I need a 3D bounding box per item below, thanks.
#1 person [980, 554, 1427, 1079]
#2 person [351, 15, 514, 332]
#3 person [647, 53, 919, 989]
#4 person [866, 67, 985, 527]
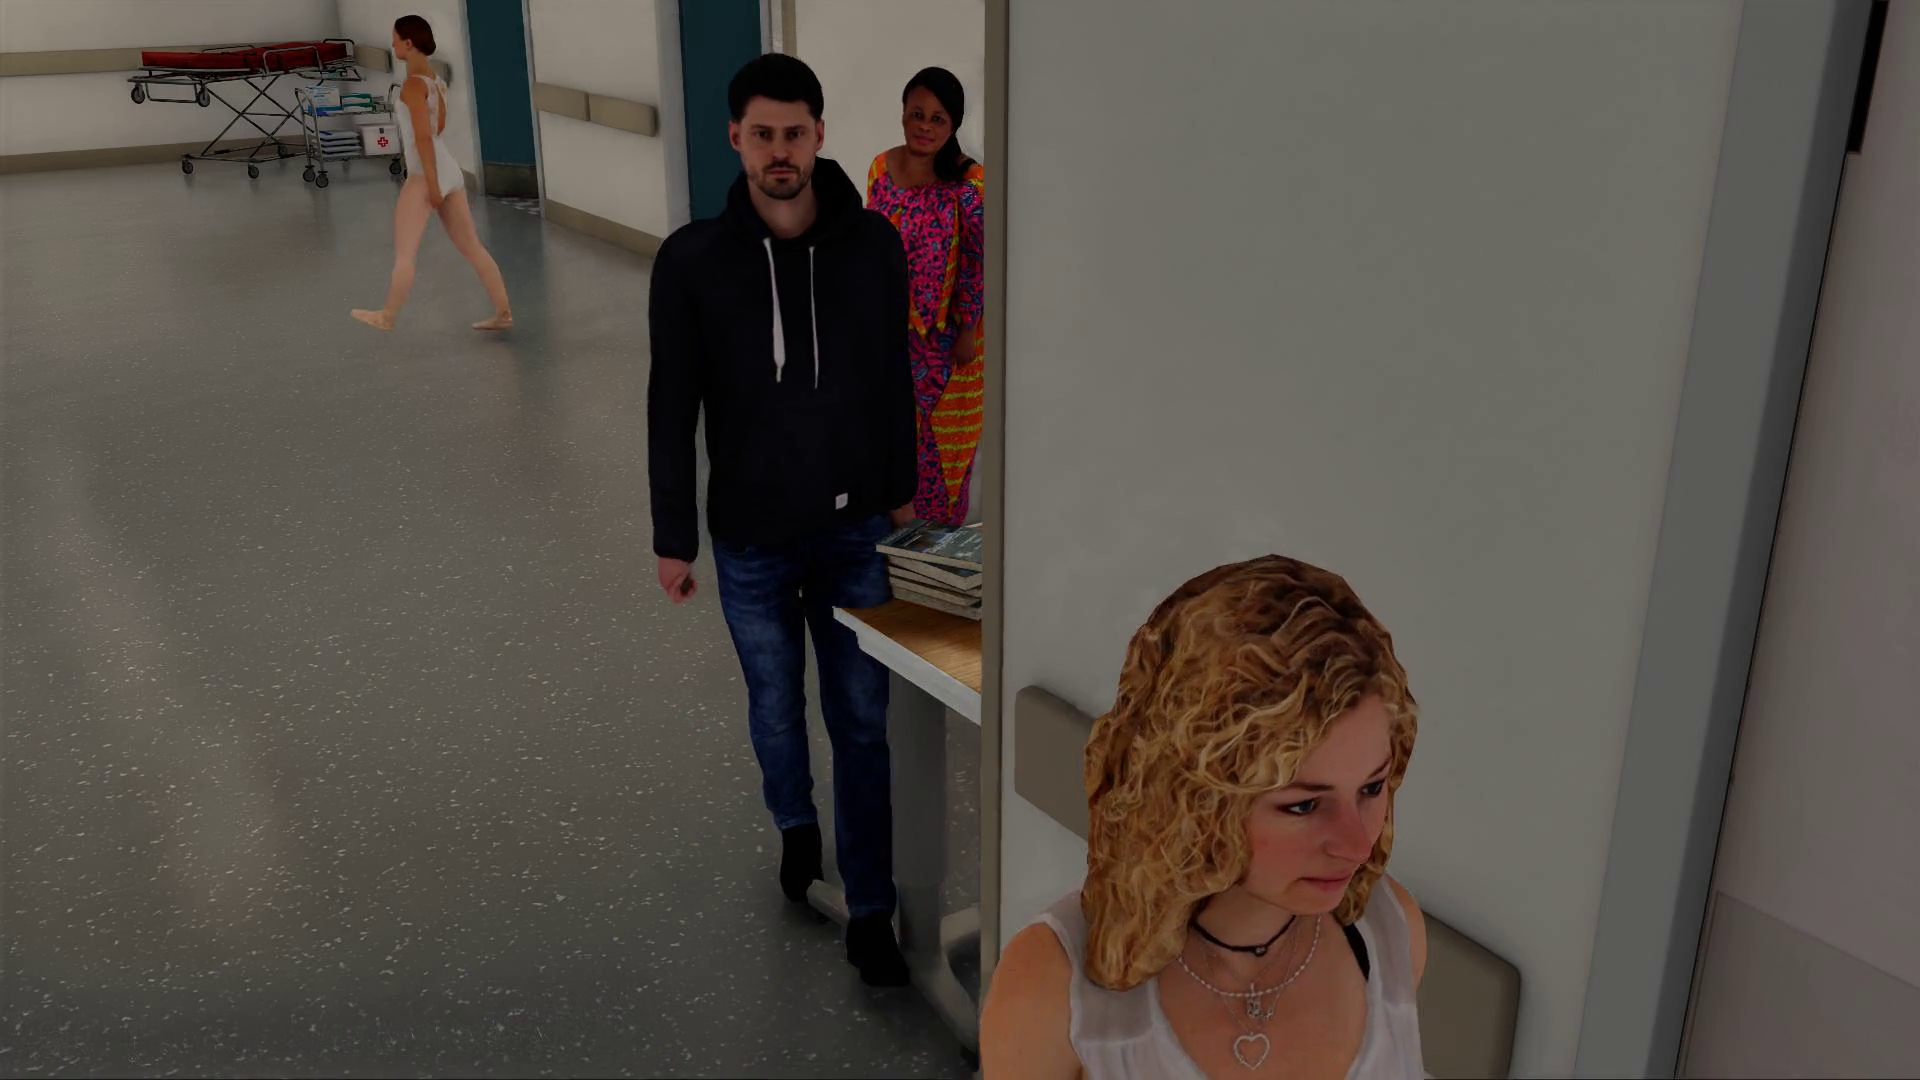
[{"bbox_3d":[0.192,0.766,1.641,0.728,1.655,0.950,-8,22,-20],"label":"person"},{"bbox_3d":[-2.604,-1.804,8.507,1.054,1.597,1.038,2,21,5],"label":"person"},{"bbox_3d":[-0.351,-0.062,3.537,0.970,1.860,1.128,-3,21,-9],"label":"person"},{"bbox_3d":[-0.084,-0.781,5.710,0.883,1.650,0.919,11,23,27],"label":"person"}]
